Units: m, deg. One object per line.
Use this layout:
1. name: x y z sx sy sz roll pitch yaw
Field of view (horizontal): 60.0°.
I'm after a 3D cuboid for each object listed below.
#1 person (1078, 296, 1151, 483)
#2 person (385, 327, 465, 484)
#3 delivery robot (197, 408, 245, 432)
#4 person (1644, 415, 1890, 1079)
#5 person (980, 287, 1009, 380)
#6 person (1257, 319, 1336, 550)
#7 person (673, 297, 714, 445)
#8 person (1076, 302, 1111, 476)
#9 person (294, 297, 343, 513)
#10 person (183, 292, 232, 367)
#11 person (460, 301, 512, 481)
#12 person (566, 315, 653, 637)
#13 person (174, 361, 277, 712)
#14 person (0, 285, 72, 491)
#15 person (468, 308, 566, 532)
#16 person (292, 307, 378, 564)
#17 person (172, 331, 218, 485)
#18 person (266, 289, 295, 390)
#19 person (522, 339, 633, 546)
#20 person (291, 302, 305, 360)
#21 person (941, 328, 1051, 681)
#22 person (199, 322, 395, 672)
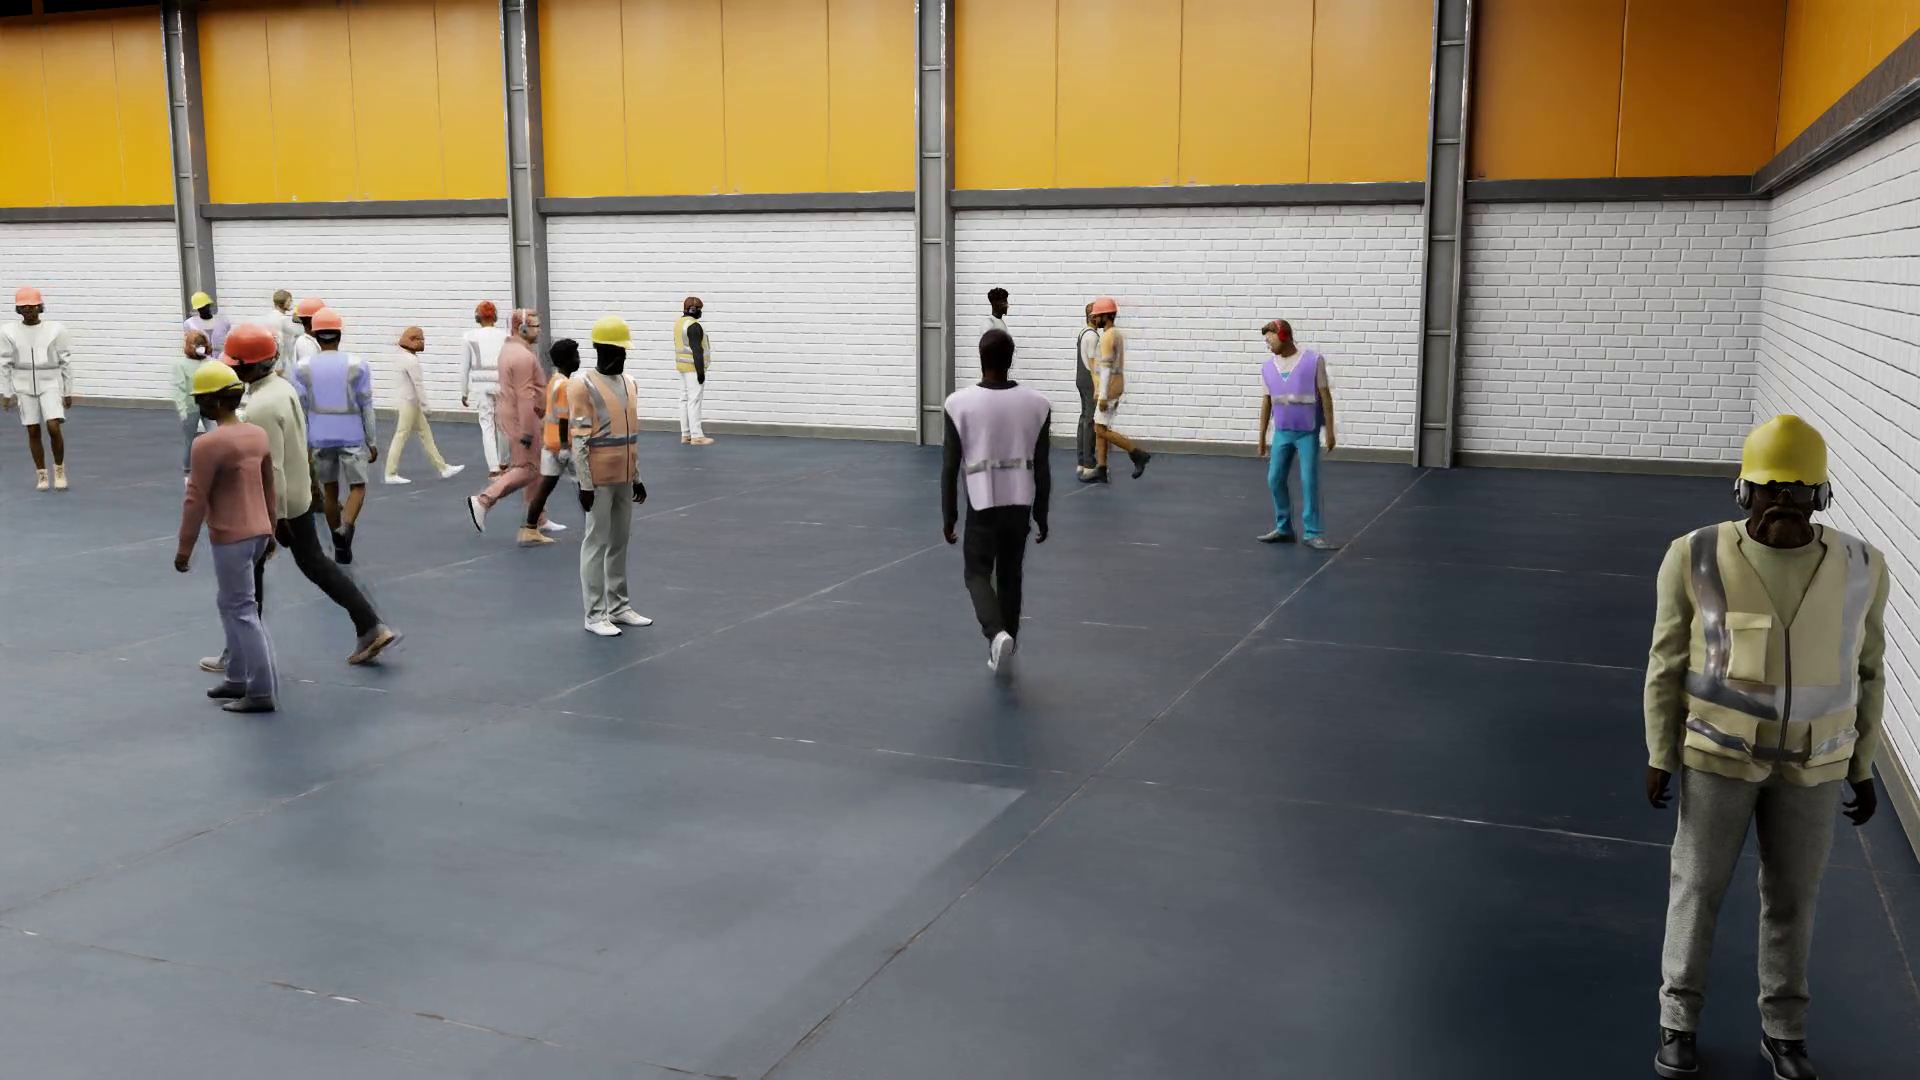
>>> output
1. person: 1.569 -1.508 16.853 0.655 1.915 0.544 2 10 11
2. person: -5.506 -1.370 16.967 0.840 1.587 0.523 -4 10 -22
3. delivery robot: -9.201 -1.506 20.676 0.707 0.478 0.477 -6 11 -34
4. person: 2.162 0.575 4.483 0.602 1.830 0.404 2 10 13
5. person: 0.433 -1.998 19.674 0.367 1.966 0.603 3 10 17
6. person: 2.683 -0.827 13.093 0.695 1.806 0.393 8 12 39
7. person: -3.323 -2.108 20.738 0.429 1.838 0.621 -6 11 -30
8. person: 1.405 -1.600 17.650 0.346 1.840 0.505 -2 9 -9
9. person: -5.798 -1.216 15.019 0.356 1.936 0.551 -4 10 -22
10. person: -9.755 -2.281 21.634 0.601 1.879 0.599 -5 11 -27
11. person: -4.923 -1.566 17.417 0.601 1.841 0.929 -4 10 -23
12. person: -2.113 -0.394 10.074 0.366 1.926 0.587 4 10 24
13. person: -3.685 -0.005 8.232 0.582 1.747 0.541 1 9 9
14. person: -9.031 -1.464 16.265 0.609 2.022 0.617 -4 10 -21
15. person: -3.666 -0.957 13.654 0.754 1.880 0.646 -4 10 -25
16. person: -4.593 -0.747 12.224 0.561 1.920 0.734 -2 10 -10
17. person: -7.513 -1.273 16.436 0.898 1.576 0.510 9 13 43
18. person: -8.517 -2.221 21.162 0.748 1.912 0.653 -4 10 -23
19. person: -3.088 -0.763 13.147 0.861 1.647 0.544 -4 10 -23
20. person: -8.715 -2.290 22.135 0.387 1.730 0.512 6 11 31
21. person: 0.214 -0.164 8.793 0.602 1.898 0.685 -2 10 -13
22. person: -3.638 -0.222 9.037 1.008 1.930 0.641 0 9 -3
